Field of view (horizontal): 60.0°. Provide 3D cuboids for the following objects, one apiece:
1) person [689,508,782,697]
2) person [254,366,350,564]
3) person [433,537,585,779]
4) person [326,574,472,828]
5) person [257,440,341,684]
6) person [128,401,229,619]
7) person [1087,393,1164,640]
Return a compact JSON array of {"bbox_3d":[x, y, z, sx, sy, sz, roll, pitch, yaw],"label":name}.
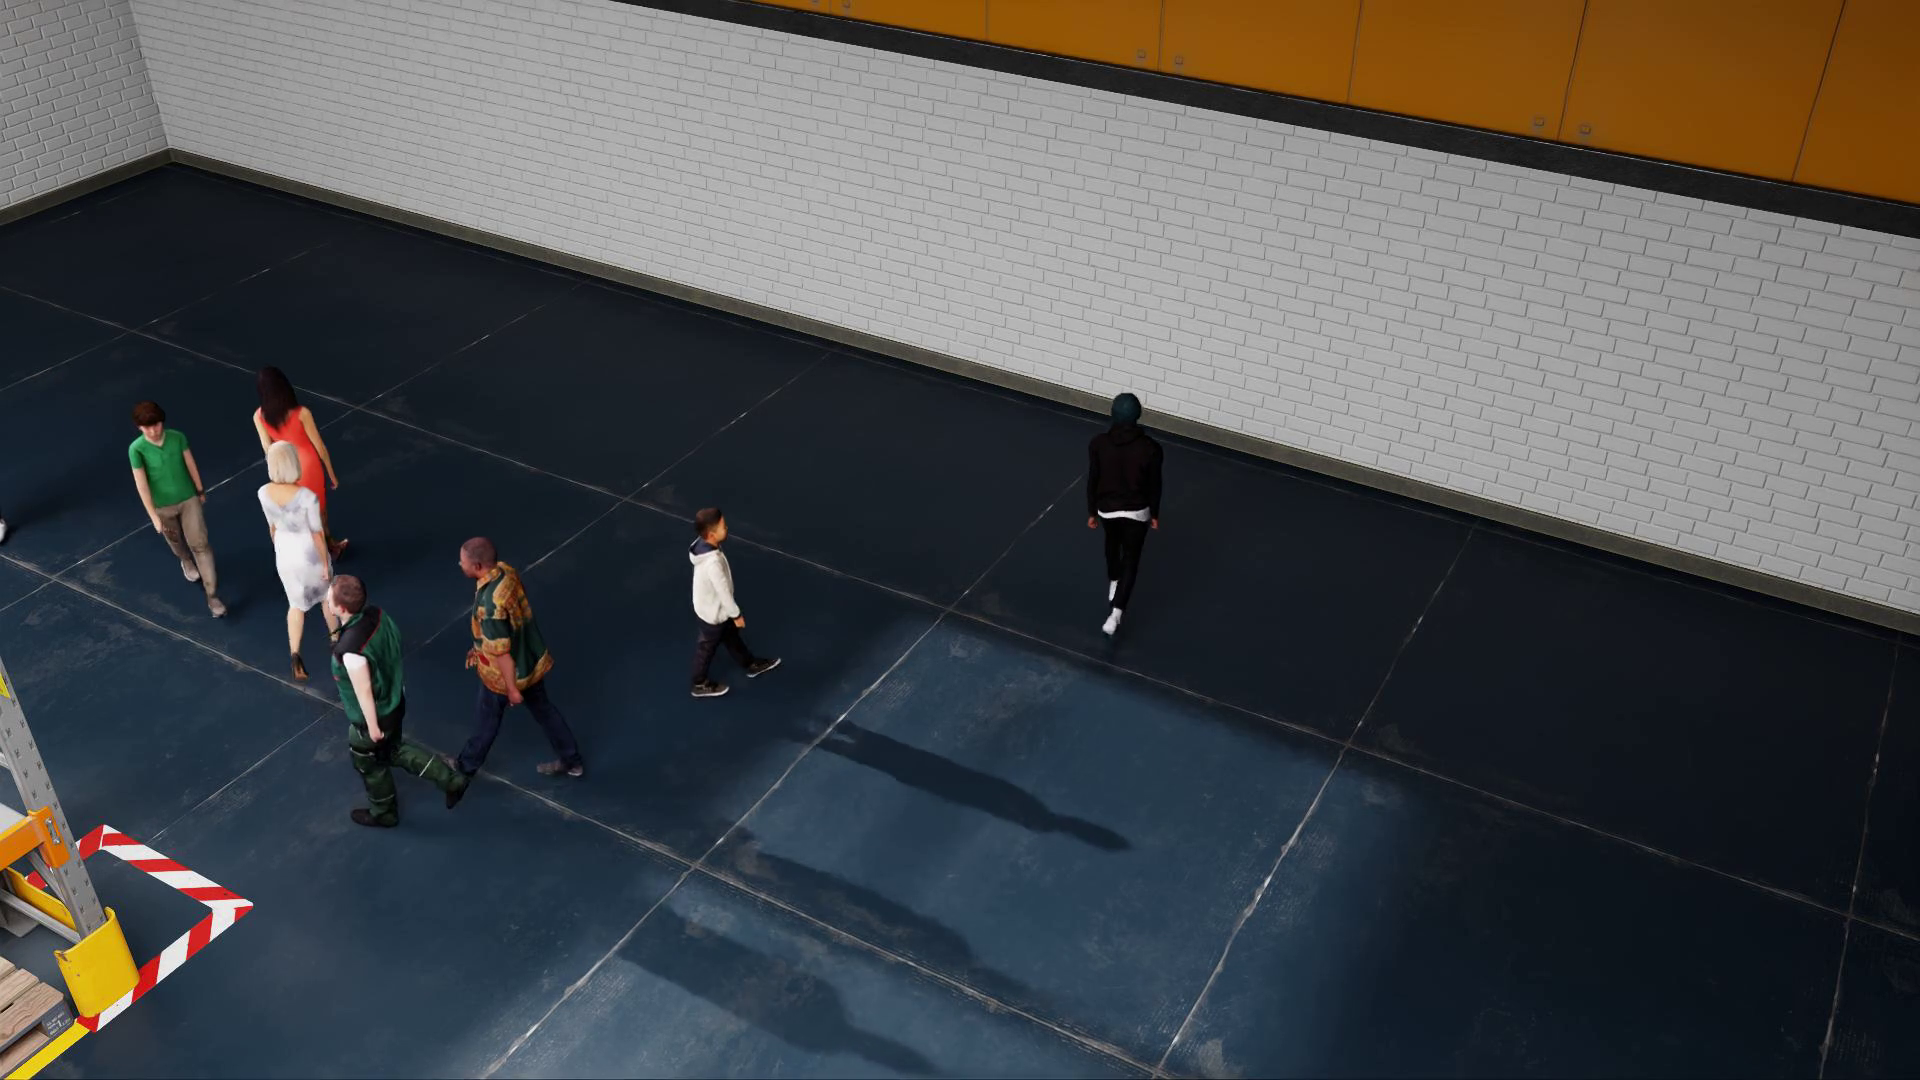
[{"bbox_3d":[-1.676,0.437,10.862,0.941,1.431,0.901,-6,34,-9],"label":"person"},{"bbox_3d":[-4.736,-0.413,11.907,0.925,1.691,1.150,3,34,4],"label":"person"},{"bbox_3d":[-2.625,0.761,10.081,1.114,1.756,1.216,0,34,0],"label":"person"},{"bbox_3d":[-3.335,0.977,9.693,0.979,1.826,1.034,1,34,2],"label":"person"},{"bbox_3d":[-4.374,0.175,10.989,0.857,1.727,1.048,2,34,3],"label":"person"},{"bbox_3d":[-5.605,-0.296,11.807,1.153,1.605,0.998,-20,38,-27],"label":"person"},{"bbox_3d":[1.114,-0.160,11.438,0.831,1.788,1.236,11,35,15],"label":"person"}]
